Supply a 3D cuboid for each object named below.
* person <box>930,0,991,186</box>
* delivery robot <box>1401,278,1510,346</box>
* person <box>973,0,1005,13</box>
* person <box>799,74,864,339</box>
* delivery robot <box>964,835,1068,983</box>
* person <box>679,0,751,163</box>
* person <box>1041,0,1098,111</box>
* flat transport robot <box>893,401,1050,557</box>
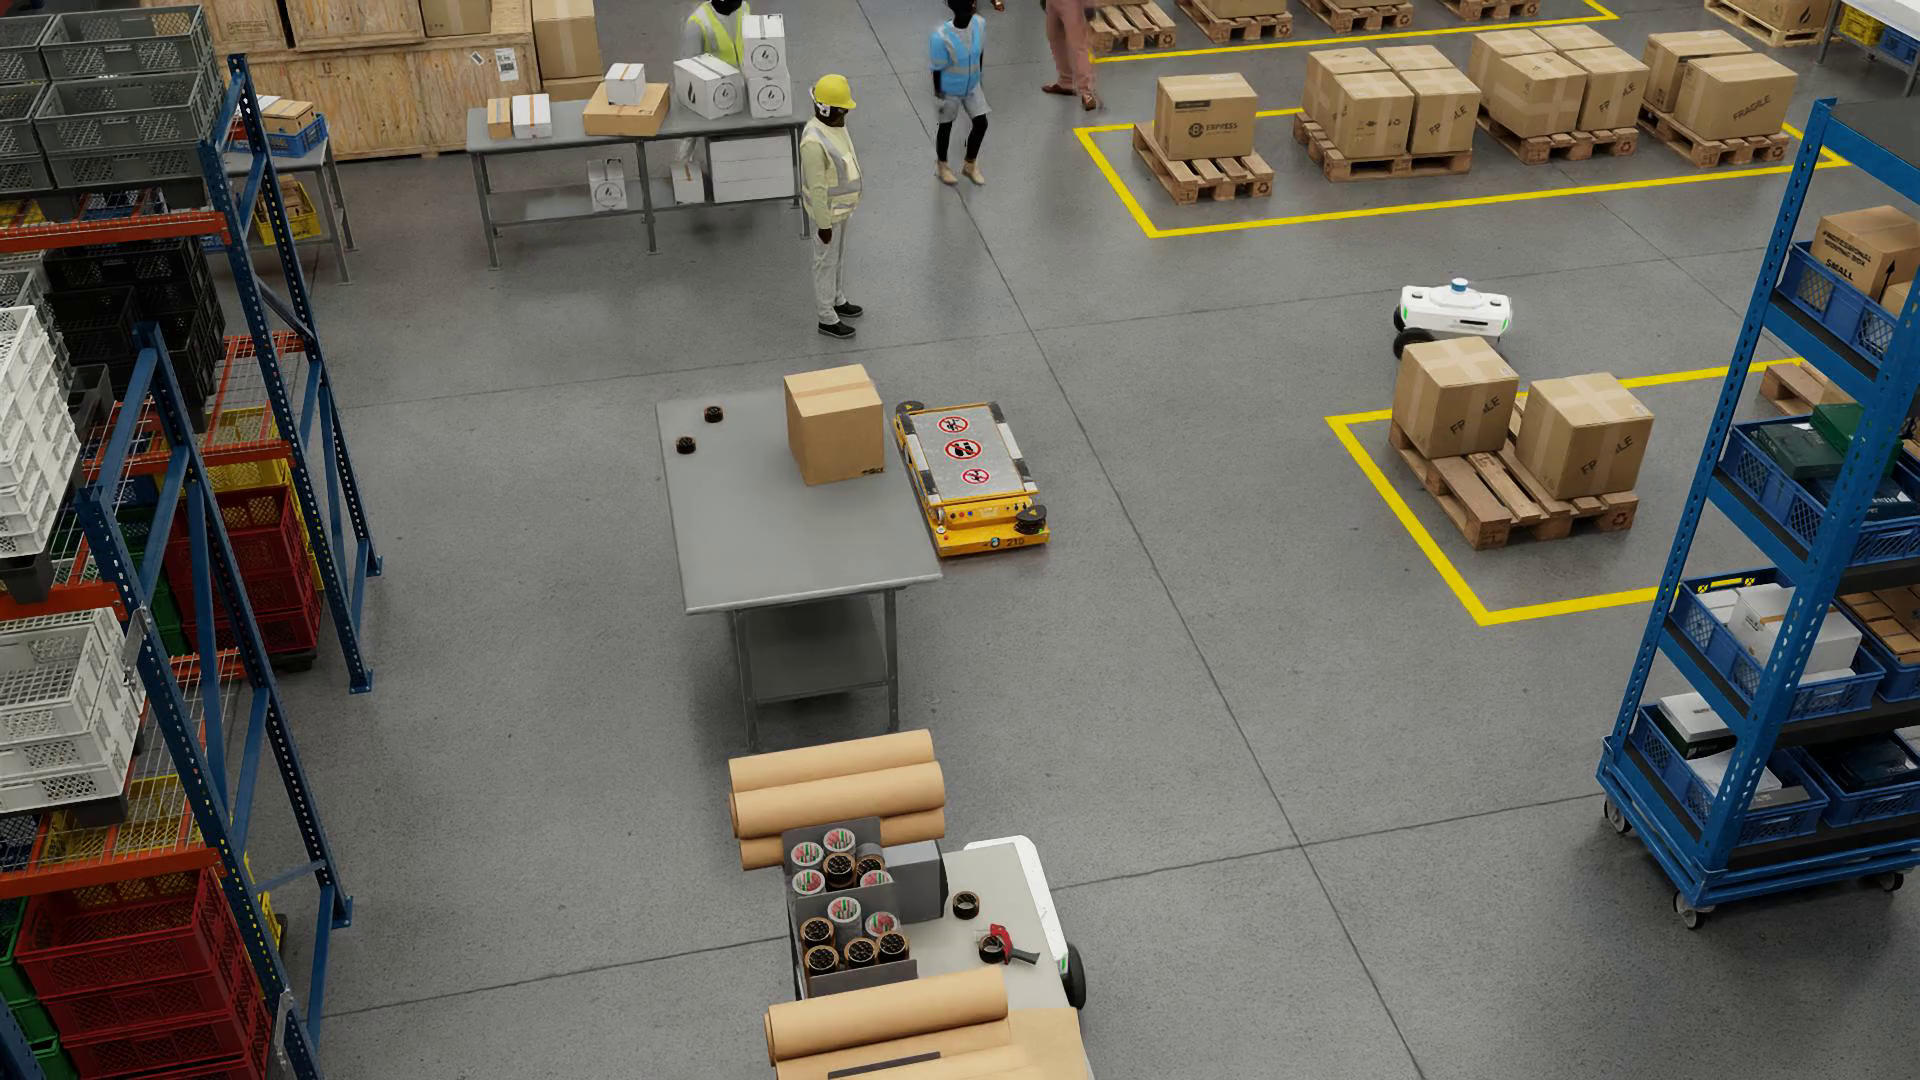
[{"bbox_3d":[-0.013,-3.579,13.172,0.550,1.661,0.557,-22,42,-27],"label":"person"},{"bbox_3d":[3.354,-1.543,11.292,0.707,0.478,0.477,7,37,10],"label":"delivery robot"},{"bbox_3d":[0.267,-6.217,16.556,0.531,1.870,0.317,-6,37,-8],"label":"person"},{"bbox_3d":[-0.858,-2.270,11.290,0.403,1.824,0.588,5,37,7],"label":"person"},{"bbox_3d":[0.222,1.590,7.082,0.477,0.478,0.707,-7,37,-9],"label":"delivery robot"},{"bbox_3d":[-1.929,-3.634,13.180,0.671,1.775,1.041,-30,46,-34],"label":"person"},{"bbox_3d":[0.950,-4.743,14.585,0.434,1.865,0.809,-16,40,-20],"label":"person"},{"bbox_3d":[0.046,-0.430,10.108,0.652,0.197,1.431,-8,37,-10],"label":"flat transport robot"}]
